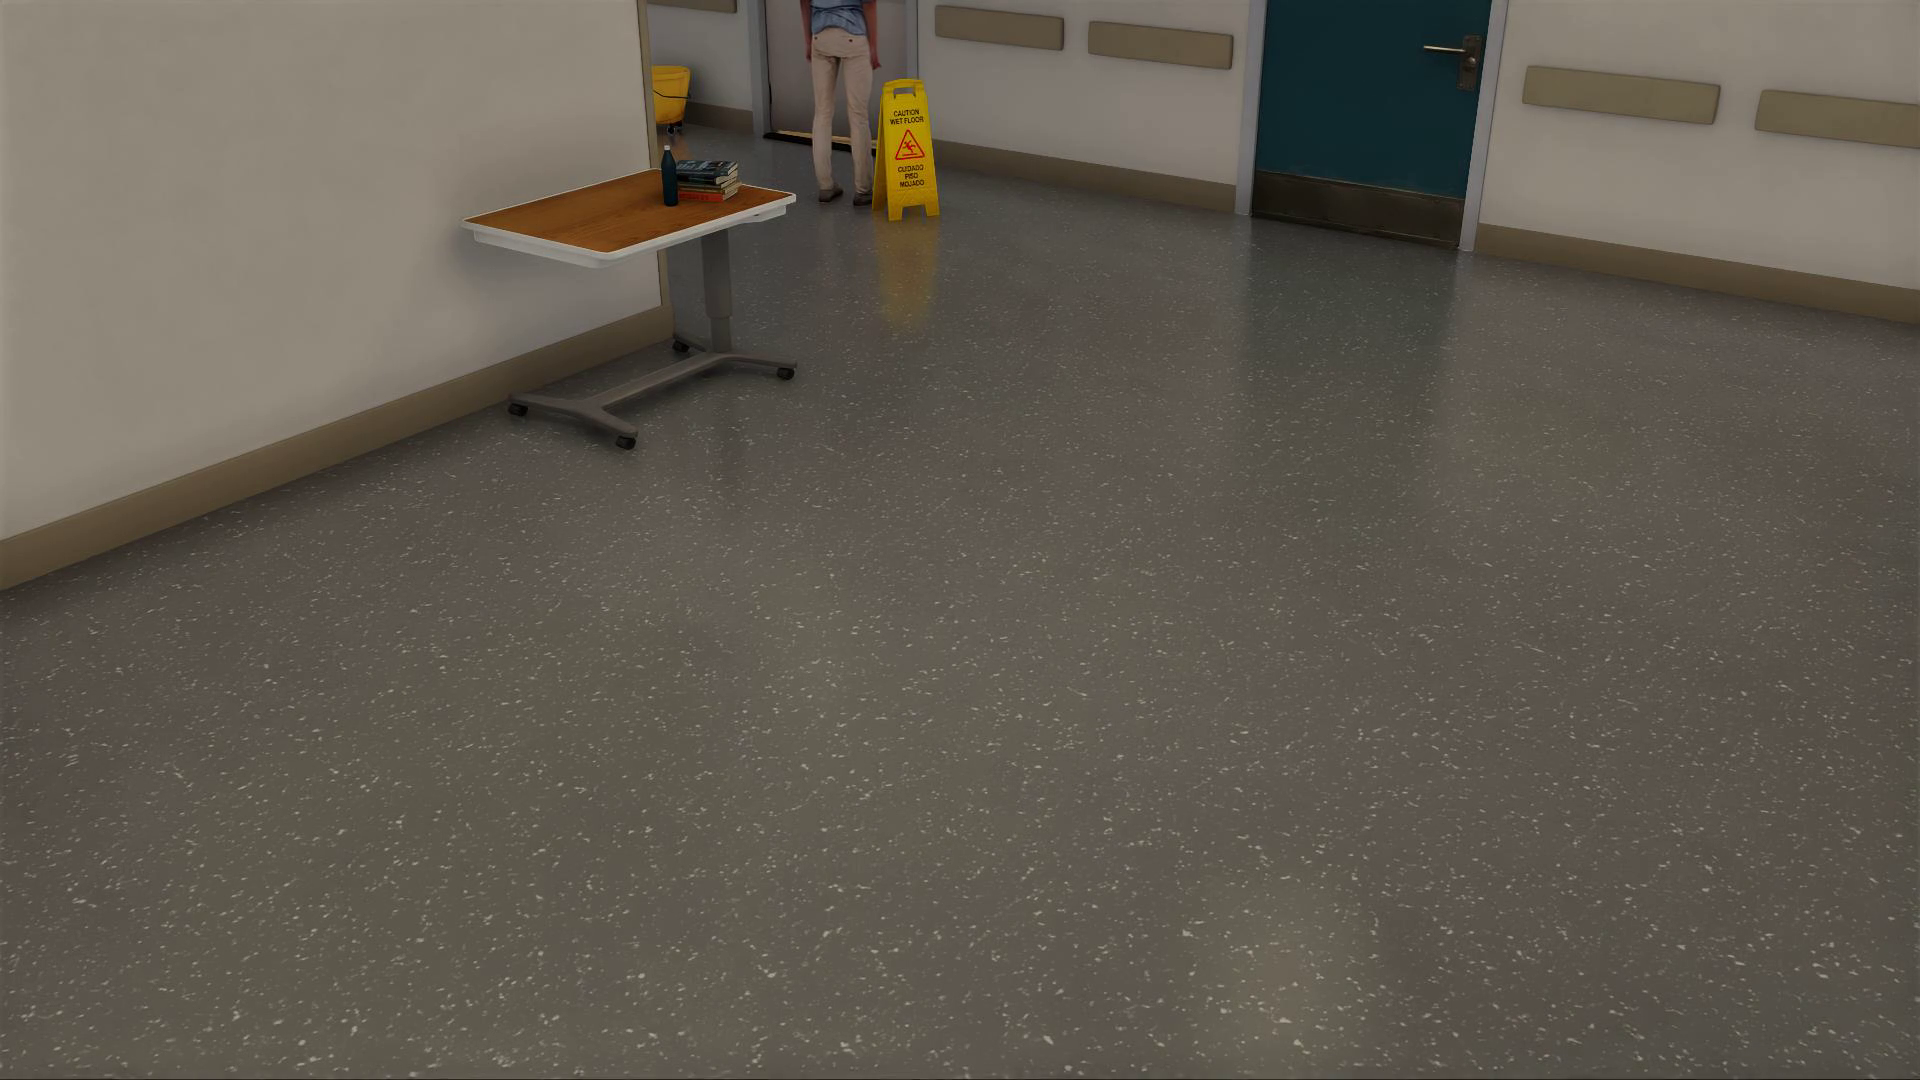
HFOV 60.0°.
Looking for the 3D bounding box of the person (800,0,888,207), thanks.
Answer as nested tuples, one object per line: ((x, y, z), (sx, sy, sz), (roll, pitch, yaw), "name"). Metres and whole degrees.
((-0.693, -2.871, 9.549), (0.541, 1.847, 0.736), (12, 28, 24), "person")
